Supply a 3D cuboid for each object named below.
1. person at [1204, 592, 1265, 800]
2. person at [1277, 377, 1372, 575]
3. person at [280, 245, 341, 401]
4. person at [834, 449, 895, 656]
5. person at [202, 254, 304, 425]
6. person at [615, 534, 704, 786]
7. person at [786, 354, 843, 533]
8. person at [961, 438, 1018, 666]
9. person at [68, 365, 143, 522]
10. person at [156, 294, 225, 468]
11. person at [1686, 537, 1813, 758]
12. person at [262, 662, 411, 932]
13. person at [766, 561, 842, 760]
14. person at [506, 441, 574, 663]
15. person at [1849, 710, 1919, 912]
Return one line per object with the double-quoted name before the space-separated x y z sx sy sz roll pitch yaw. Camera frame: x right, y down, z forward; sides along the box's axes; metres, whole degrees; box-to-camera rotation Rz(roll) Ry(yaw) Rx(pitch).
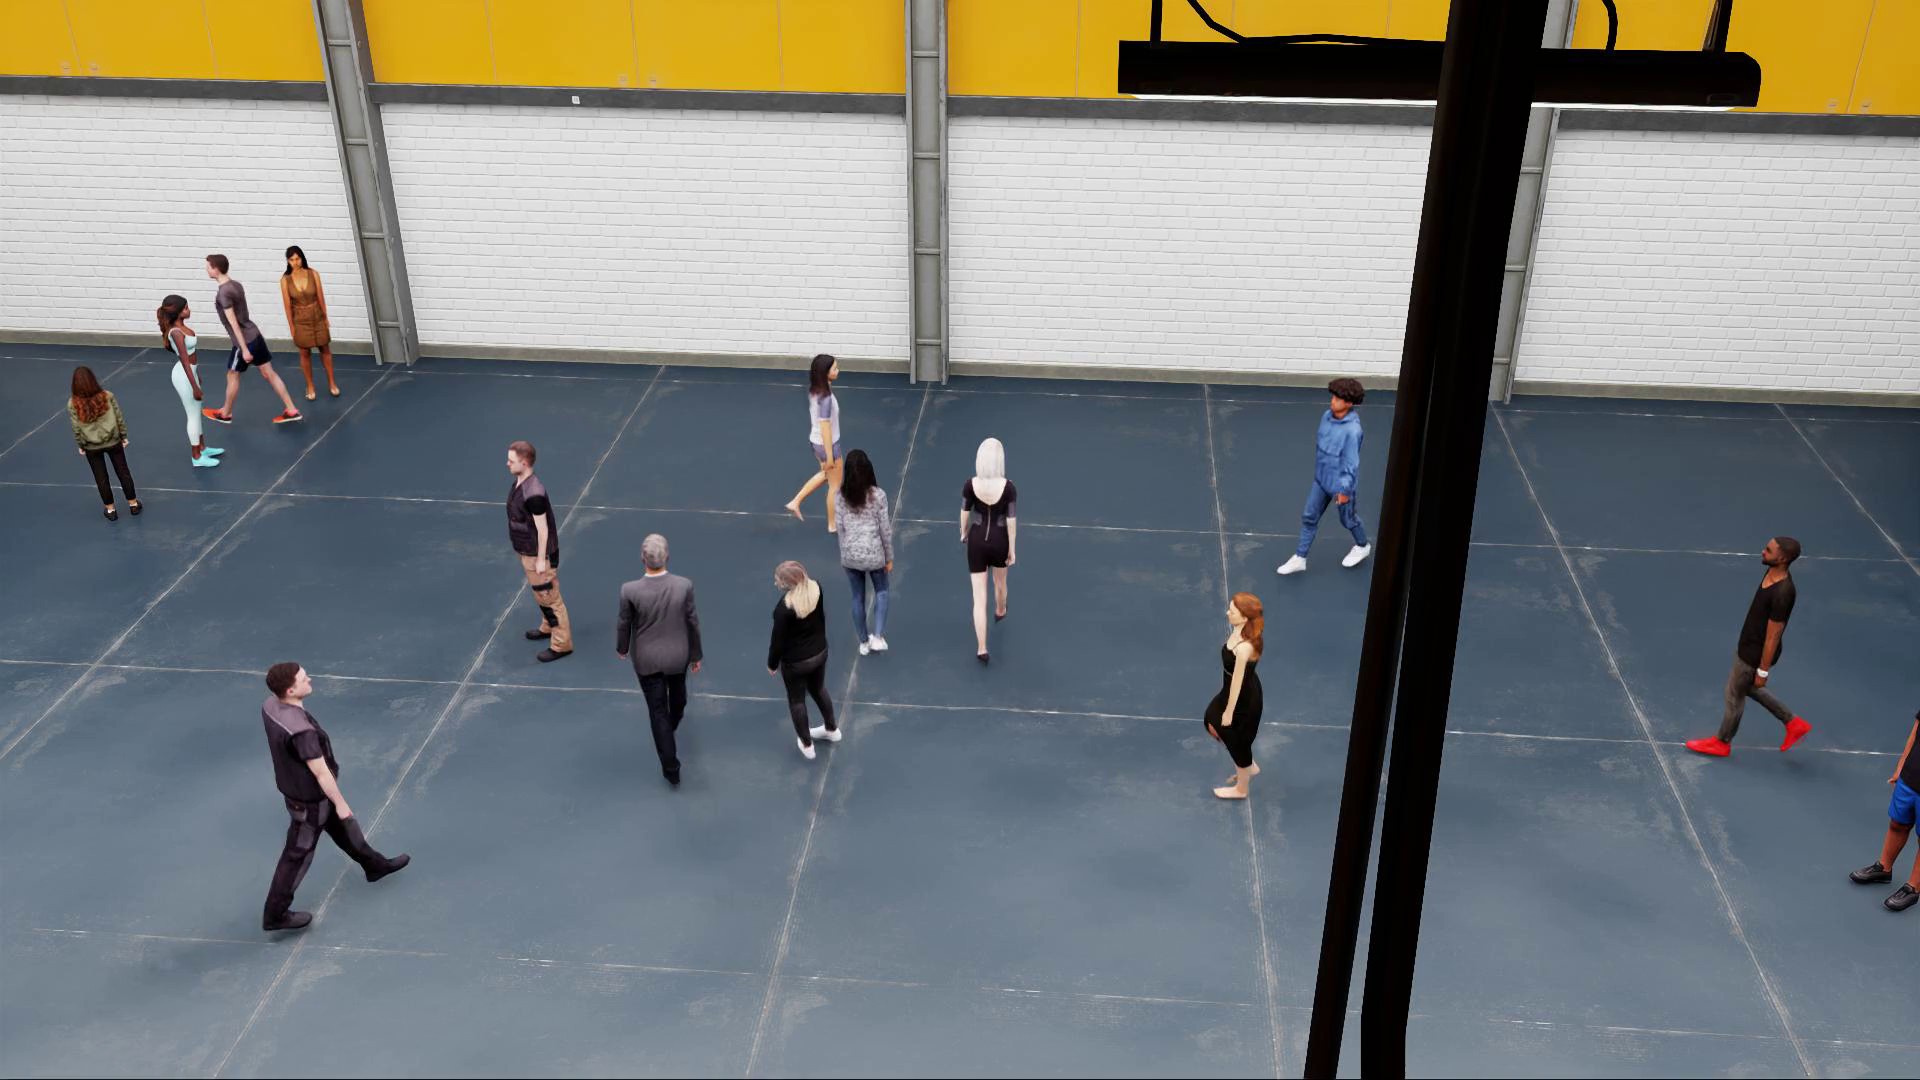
"person" 1.997 1.084 11.307 0.644 1.612 0.618 0 29 0
"person" 3.258 -0.529 14.088 1.238 1.779 1.044 -12 31 -21
"person" -6.813 -2.286 17.407 0.623 1.685 0.709 -15 32 -25
"person" -0.782 0.160 12.896 0.612 1.711 0.696 6 29 11
"person" -7.083 -1.964 16.706 1.238 1.791 0.779 -2 29 -3
"person" -2.059 0.857 11.536 1.246 1.791 1.116 -9 30 -16
"person" -1.263 -0.834 14.707 0.921 1.722 0.769 -8 30 -14
"person" 0.220 0.132 12.866 0.995 1.790 0.659 0 29 0
"person" -7.768 -0.887 15.062 0.623 1.475 0.716 -16 32 -27
"person" -7.429 -1.538 15.994 0.660 1.725 0.645 -11 30 -19
"person" 5.687 0.800 11.644 1.079 1.786 0.797 9 30 16
"person" -4.072 1.594 10.174 1.324 1.801 1.224 -19 34 -31
"person" -1.079 0.886 11.641 0.785 1.639 0.794 -22 35 -34
"person" -3.276 0.061 12.944 0.775 1.841 0.775 -13 31 -22
"person" 6.050 1.495 10.352 0.722 1.804 0.696 -10 30 -17
